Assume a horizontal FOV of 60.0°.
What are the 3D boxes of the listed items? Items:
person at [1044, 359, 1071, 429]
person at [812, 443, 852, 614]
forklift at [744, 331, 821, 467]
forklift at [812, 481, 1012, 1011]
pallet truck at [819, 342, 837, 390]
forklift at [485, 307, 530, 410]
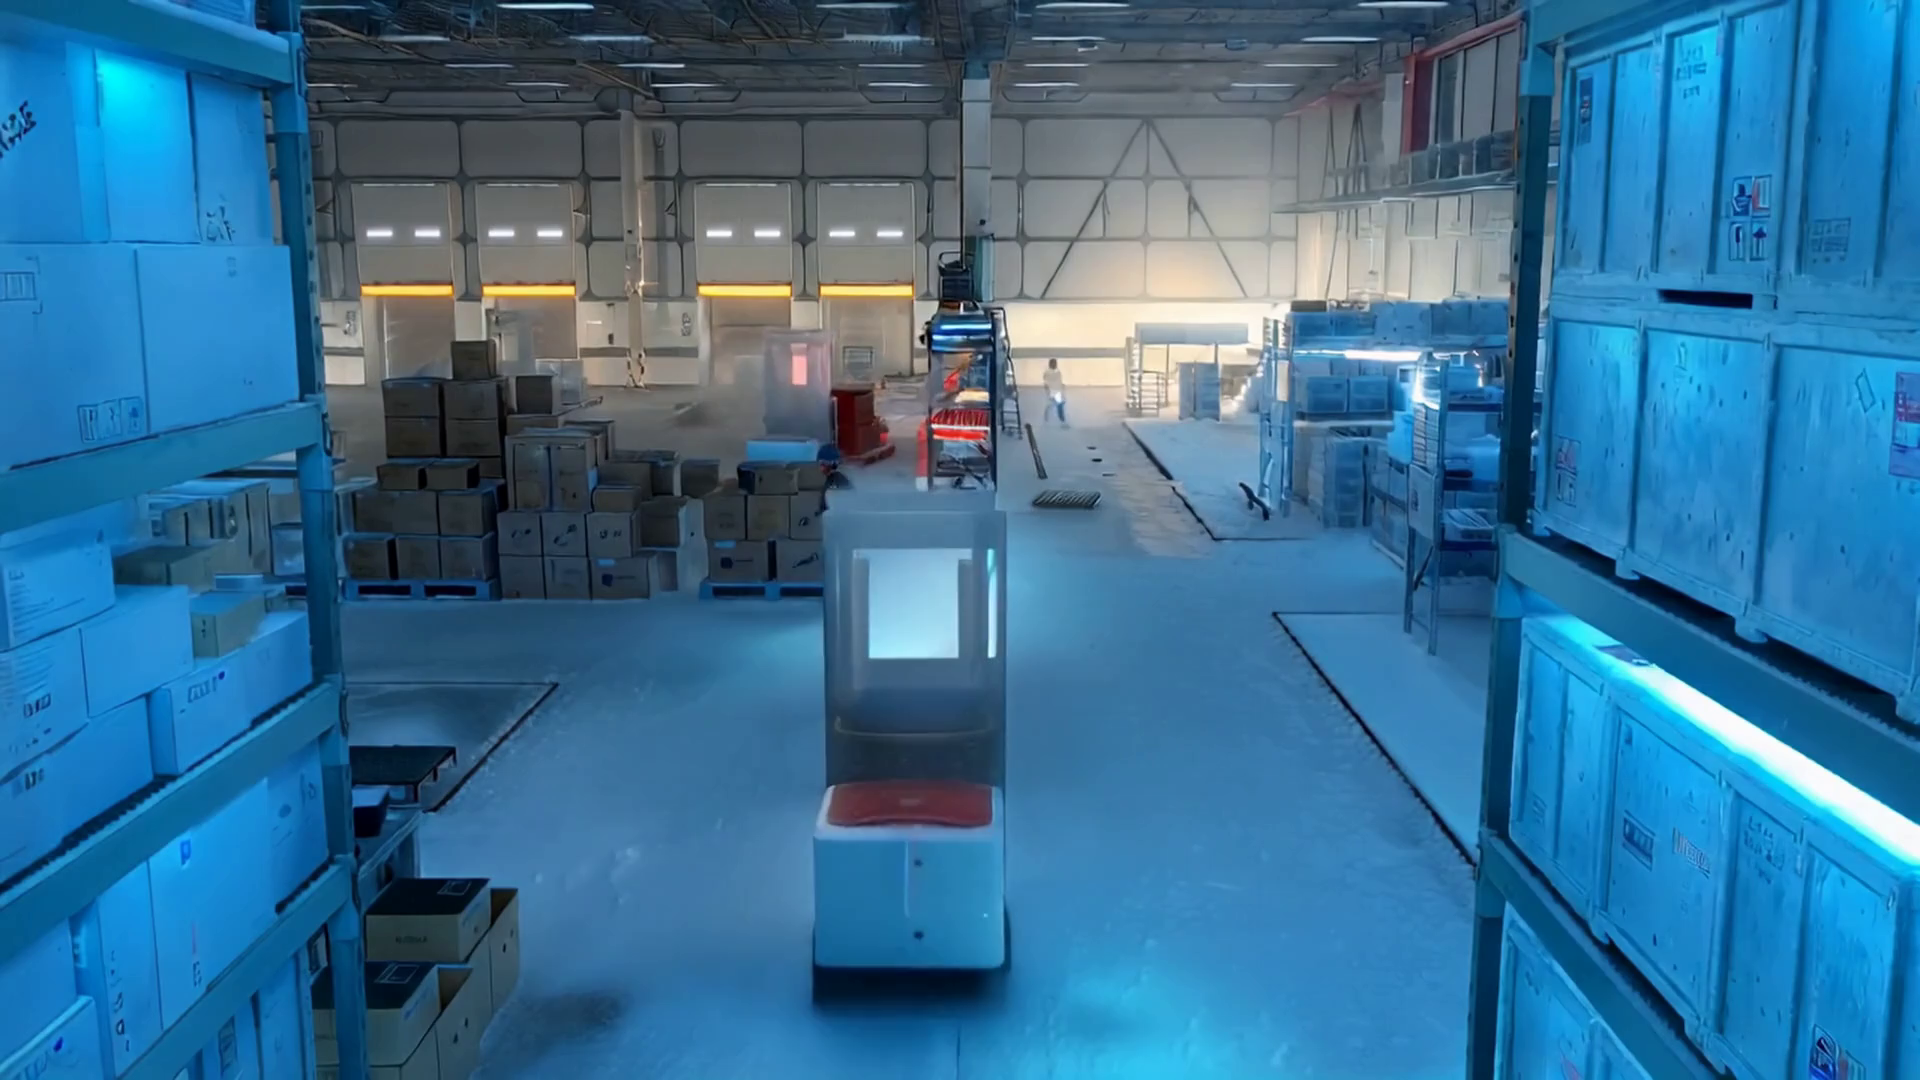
[{"bbox_3d":[2.225,-3.398,38.817,0.552,1.645,0.867,-7,12,-34],"label":"person"},{"bbox_3d":[-1.447,-0.117,18.999,0.571,1.967,0.624,-6,11,-30],"label":"person"},{"bbox_3d":[-2.803,-2.080,27.700,1.129,2.768,1.873,3,10,15],"label":"forklift"},{"bbox_3d":[-0.267,1.051,9.636,1.129,2.768,1.873,0,10,1],"label":"forklift"},{"bbox_3d":[-3.021,-4.312,43.126,1.885,1.965,0.823,3,10,17],"label":"pallet truck"},{"bbox_3d":[-10.754,-4.150,39.646,1.129,2.768,1.873,0,10,1],"label":"forklift"}]
